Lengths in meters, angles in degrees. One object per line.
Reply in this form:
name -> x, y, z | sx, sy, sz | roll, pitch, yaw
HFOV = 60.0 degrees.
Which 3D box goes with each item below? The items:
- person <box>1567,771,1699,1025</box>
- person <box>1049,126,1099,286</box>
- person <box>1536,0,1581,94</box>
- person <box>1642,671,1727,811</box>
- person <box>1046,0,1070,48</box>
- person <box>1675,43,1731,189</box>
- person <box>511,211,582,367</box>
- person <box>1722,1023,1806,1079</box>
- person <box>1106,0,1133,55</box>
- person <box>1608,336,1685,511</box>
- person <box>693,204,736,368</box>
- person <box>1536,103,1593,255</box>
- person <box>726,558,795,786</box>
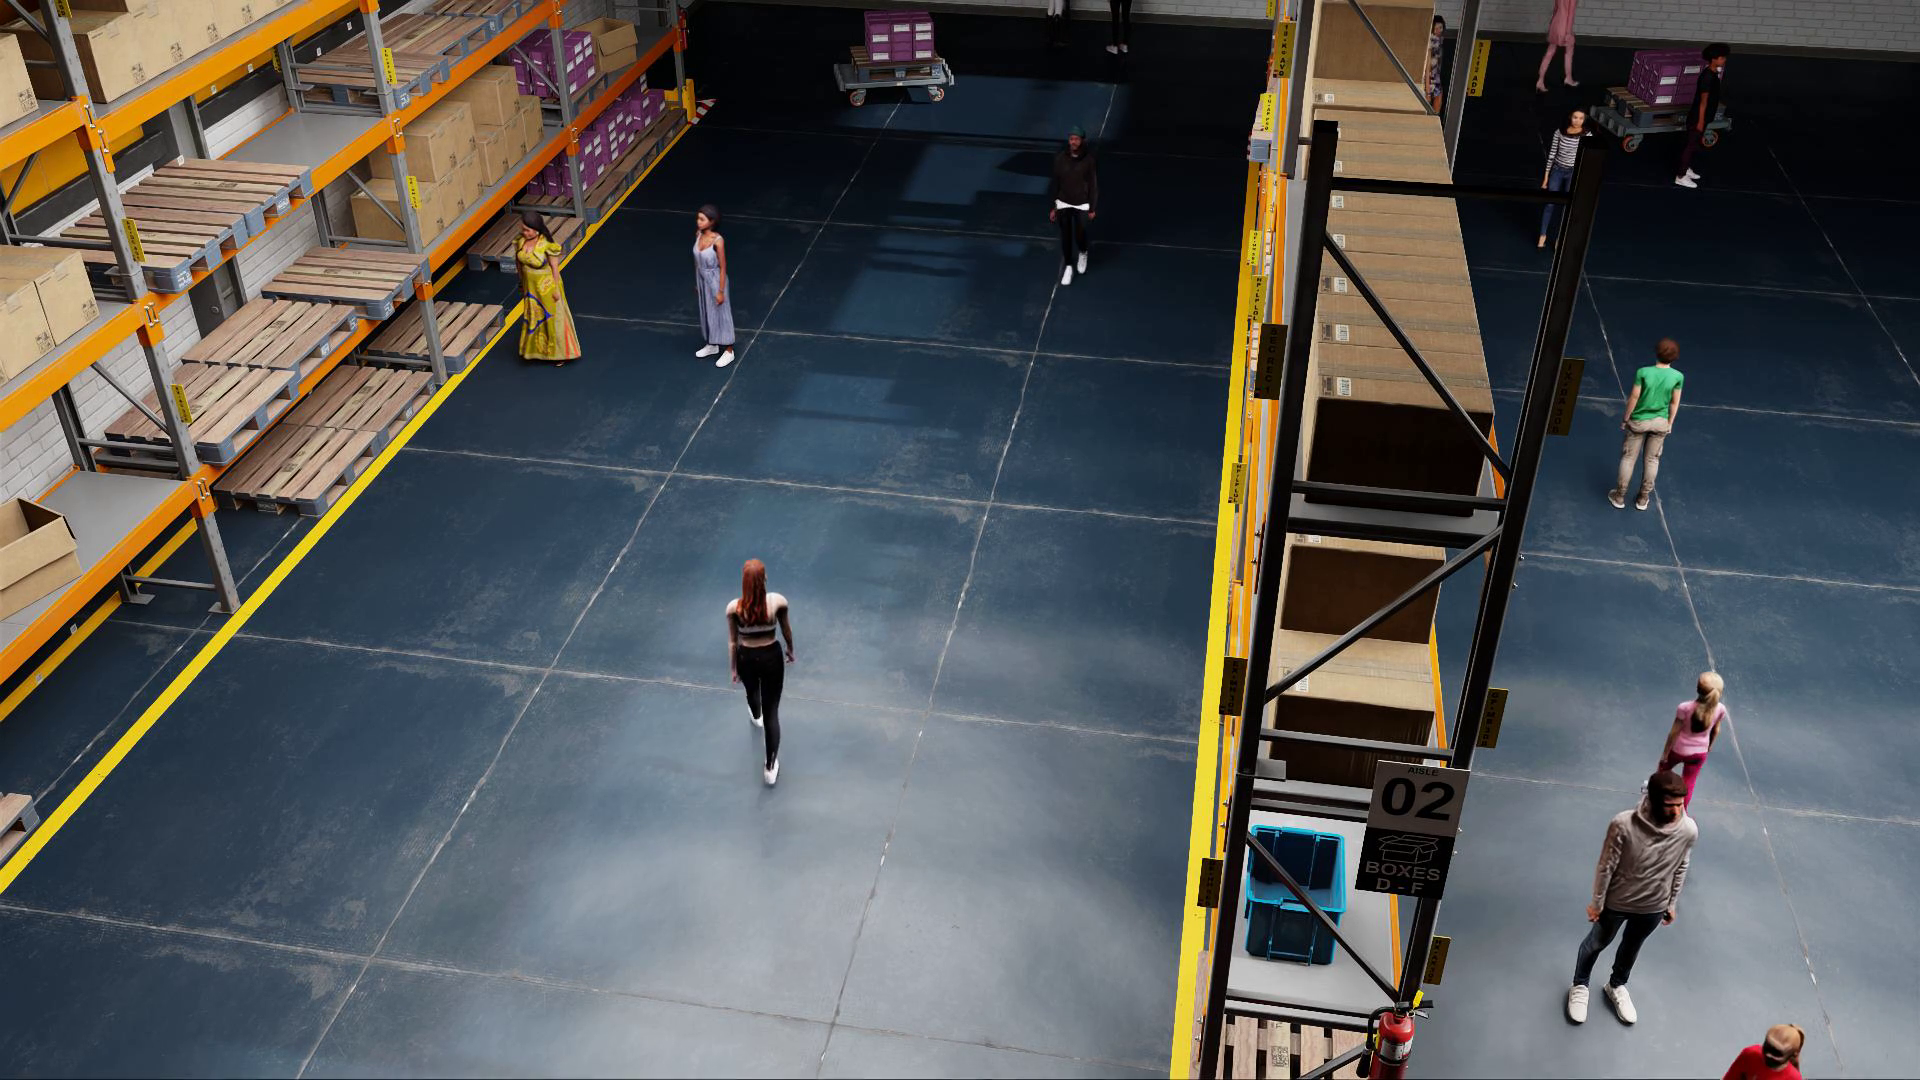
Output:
person -> 3.937, 2.068, 9.721 | 0.697, 1.854, 0.610 | 1, 34, 1
person -> 1.281, -3.757, 18.529 | 0.717, 1.806, 0.795 | 9, 35, 14
person -> 8.555, -7.295, 23.881 | 1.026, 1.772, 1.032 | -14, 36, -20
person -> 4.920, 1.446, 11.194 | 0.534, 1.260, 0.700 | 3, 34, 5
person -> 1.495, -8.568, 25.836 | 0.727, 1.729, 0.650 | -15, 36, -21
person -> 9.367, -5.396, 21.014 | 0.751, 1.784, 0.611 | 16, 37, 22
person -> -4.251, -2.571, 16.877 | 0.888, 1.659, 0.817 | 10, 35, 15
person -> 4.265, 3.010, 8.837 | 0.849, 1.263, 0.782 | -22, 40, -30
person -> 2.473, -8.366, 25.522 | 0.662, 1.740, 0.680 | -12, 35, -17
person -> 6.026, -1.019, 14.551 | 0.566, 1.650, 0.504 | 6, 34, 9
person -> -2.509, -2.600, 16.888 | 0.664, 1.696, 0.691 | 28, 43, 35
person -> 6.963, -4.170, 19.167 | 0.629, 1.786, 0.565 | 11, 35, 16
person -> -1.371, 0.946, 11.542 | 0.820, 1.708, 1.161 | -4, 34, -7
